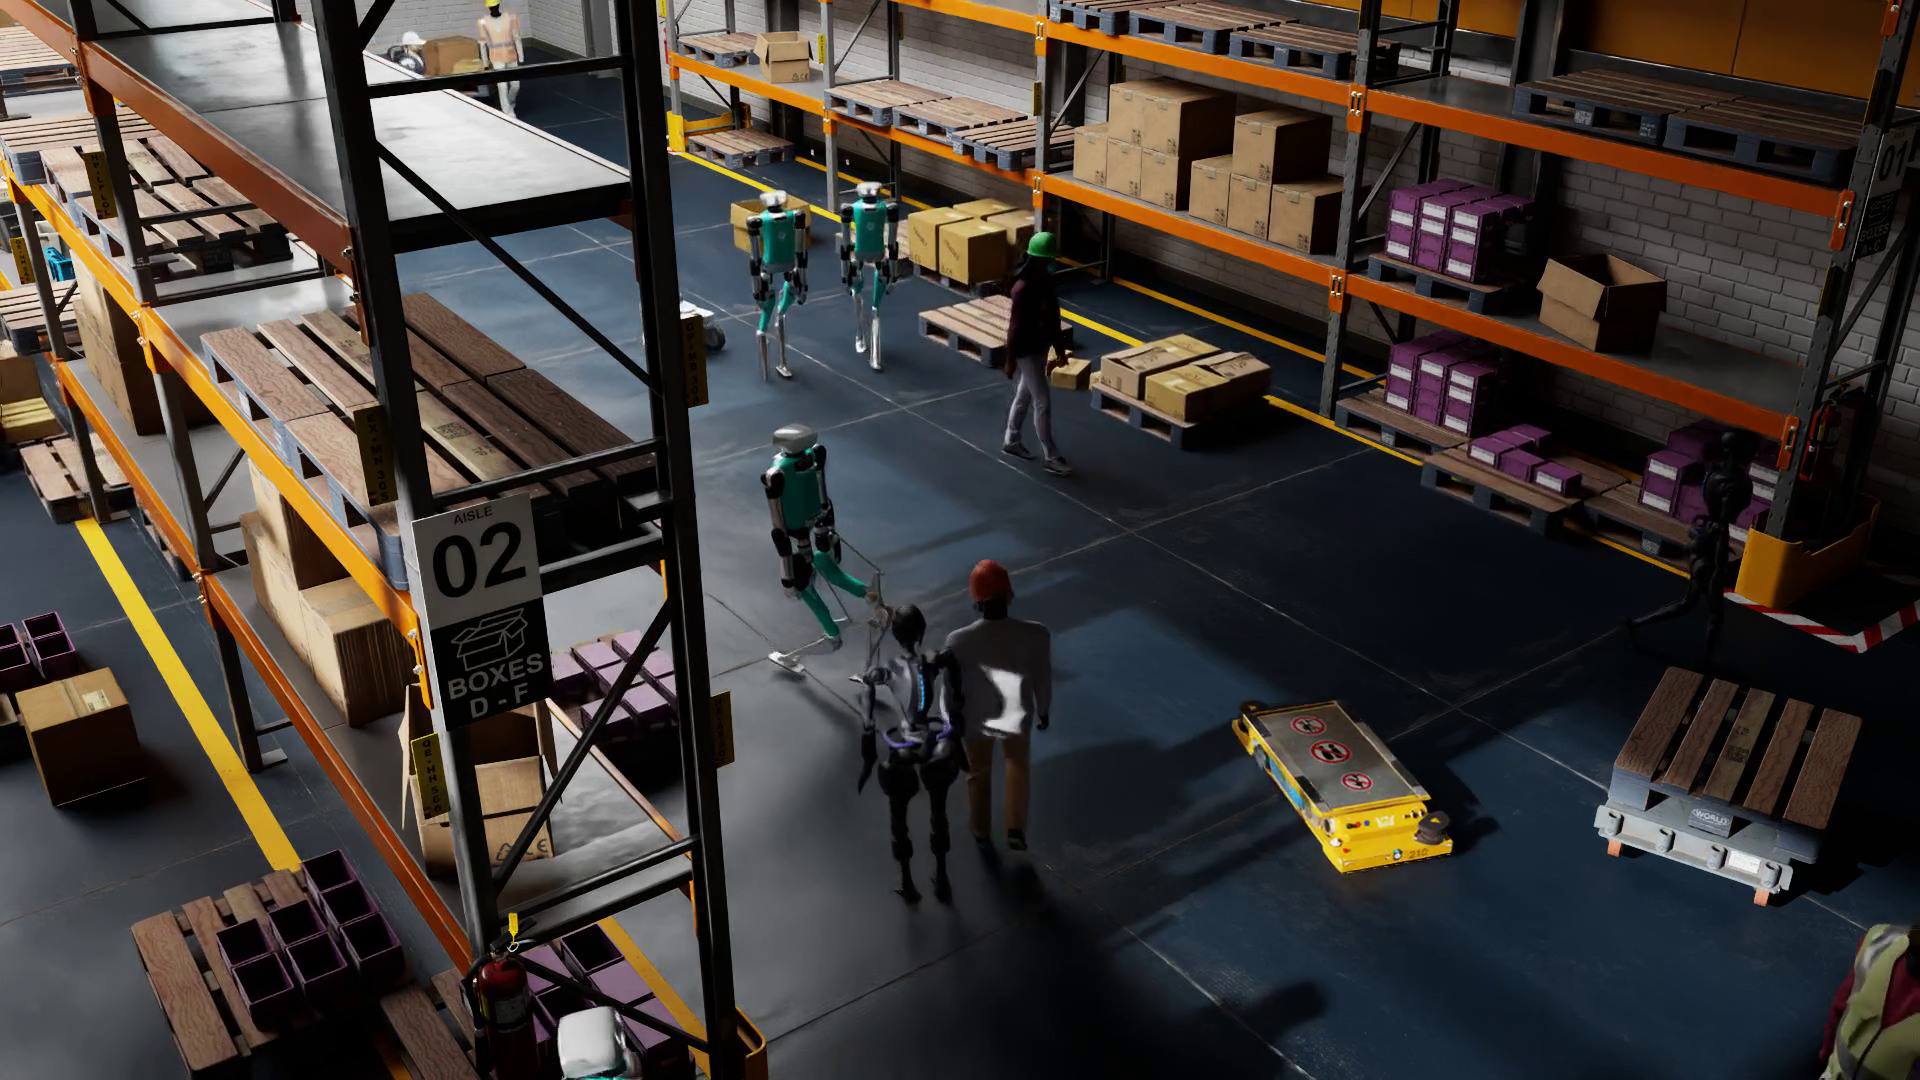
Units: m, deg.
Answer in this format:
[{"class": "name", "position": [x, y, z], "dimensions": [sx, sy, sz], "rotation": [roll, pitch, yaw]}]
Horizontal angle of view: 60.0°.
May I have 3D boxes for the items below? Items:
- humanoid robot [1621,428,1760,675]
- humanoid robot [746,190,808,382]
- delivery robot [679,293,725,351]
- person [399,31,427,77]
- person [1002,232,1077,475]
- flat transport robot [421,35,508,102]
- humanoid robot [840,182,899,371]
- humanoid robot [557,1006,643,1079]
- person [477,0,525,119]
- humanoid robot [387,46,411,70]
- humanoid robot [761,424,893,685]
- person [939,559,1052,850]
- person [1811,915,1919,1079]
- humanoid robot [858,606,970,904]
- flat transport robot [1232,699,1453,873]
[{"class": "humanoid robot", "position": [4.596, 0.056, 10.351], "dimensions": [0.714, 1.640, 0.598], "rotation": [9, 28, 17]}, {"class": "humanoid robot", "position": [-1.676, -2.278, 14.900], "dimensions": [0.546, 1.811, 0.694], "rotation": [-12, 29, -22]}, {"class": "delivery robot", "position": [-2.638, -2.026, 15.702], "dimensions": [0.790, 0.597, 0.499], "rotation": [20, 33, 34]}, {"class": "person", "position": [-7.210, -5.813, 21.919], "dimensions": [0.663, 1.740, 0.777], "rotation": [0, 27, 0]}, {"class": "person", "position": [0.683, -1.464, 13.063], "dimensions": [0.887, 1.914, 0.526], "rotation": [17, 31, 31]}, {"class": "flat transport robot", "position": [-7.668, -6.791, 25.496], "dimensions": [0.659, 0.231, 1.431], "rotation": [1, 27, 2]}, {"class": "humanoid robot", "position": [-0.840, -2.489, 15.349], "dimensions": [0.555, 1.766, 1.008], "rotation": [-3, 27, -6]}, {"class": "humanoid robot", "position": [-1.388, 2.413, 5.612], "dimensions": [0.770, 1.830, 0.550], "rotation": [-9, 28, -18]}, {"class": "person", "position": [-6.601, -6.950, 23.998], "dimensions": [0.600, 1.904, 0.734], "rotation": [-14, 30, -25]}, {"class": "humanoid robot", "position": [-7.082, -5.505, 21.375], "dimensions": [0.498, 1.649, 0.599], "rotation": [-13, 30, -25]}, {"class": "humanoid robot", "position": [-0.756, 0.185, 10.030], "dimensions": [1.036, 1.749, 0.544], "rotation": [15, 30, 27]}, {"class": "person", "position": [0.180, 0.884, 8.587], "dimensions": [0.586, 1.732, 0.486], "rotation": [-3, 27, -6]}, {"class": "person", "position": [3.431, 2.072, 6.131], "dimensions": [0.466, 1.823, 0.645], "rotation": [-10, 28, -19]}, {"class": "humanoid robot", "position": [-0.226, 1.078, 8.307], "dimensions": [0.590, 1.662, 0.333], "rotation": [-12, 29, -22]}, {"class": "flat transport robot", "position": [2.117, 1.327, 9.349], "dimensions": [0.659, 0.231, 1.431], "rotation": [-7, 28, -14]}]
